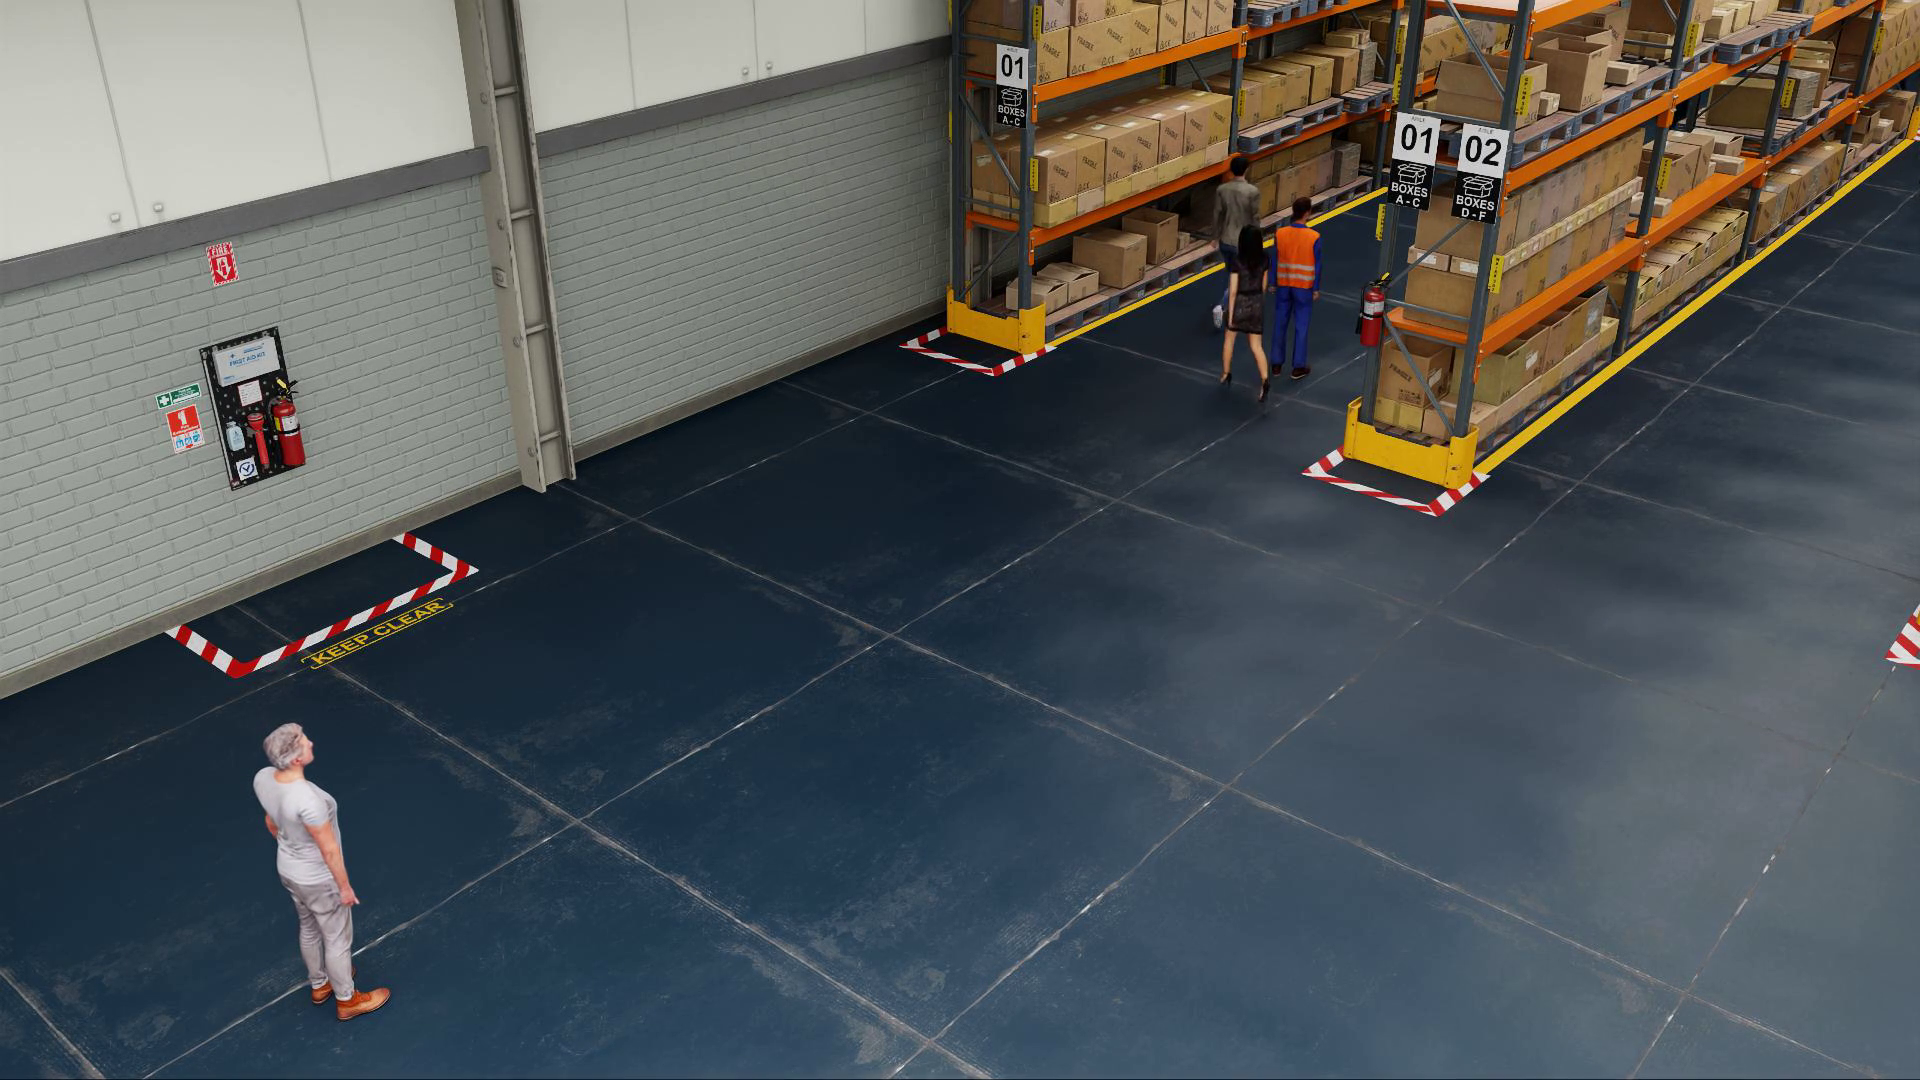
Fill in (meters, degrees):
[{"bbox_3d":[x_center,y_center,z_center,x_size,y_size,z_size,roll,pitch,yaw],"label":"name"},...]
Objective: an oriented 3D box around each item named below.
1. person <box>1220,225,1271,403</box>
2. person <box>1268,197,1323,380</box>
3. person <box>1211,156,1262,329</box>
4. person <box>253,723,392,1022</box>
[{"bbox_3d":[2.847,-2.168,16.280,1.138,1.752,1.091,-7,29,-12],"label":"person"},{"bbox_3d":[3.403,-2.562,16.904,0.741,1.860,0.685,14,31,24],"label":"person"},{"bbox_3d":[2.983,-3.234,18.195,0.744,1.833,1.149,17,33,29],"label":"person"},{"bbox_3d":[-3.438,1.758,8.823,0.709,1.831,0.565,19,33,31],"label":"person"}]
